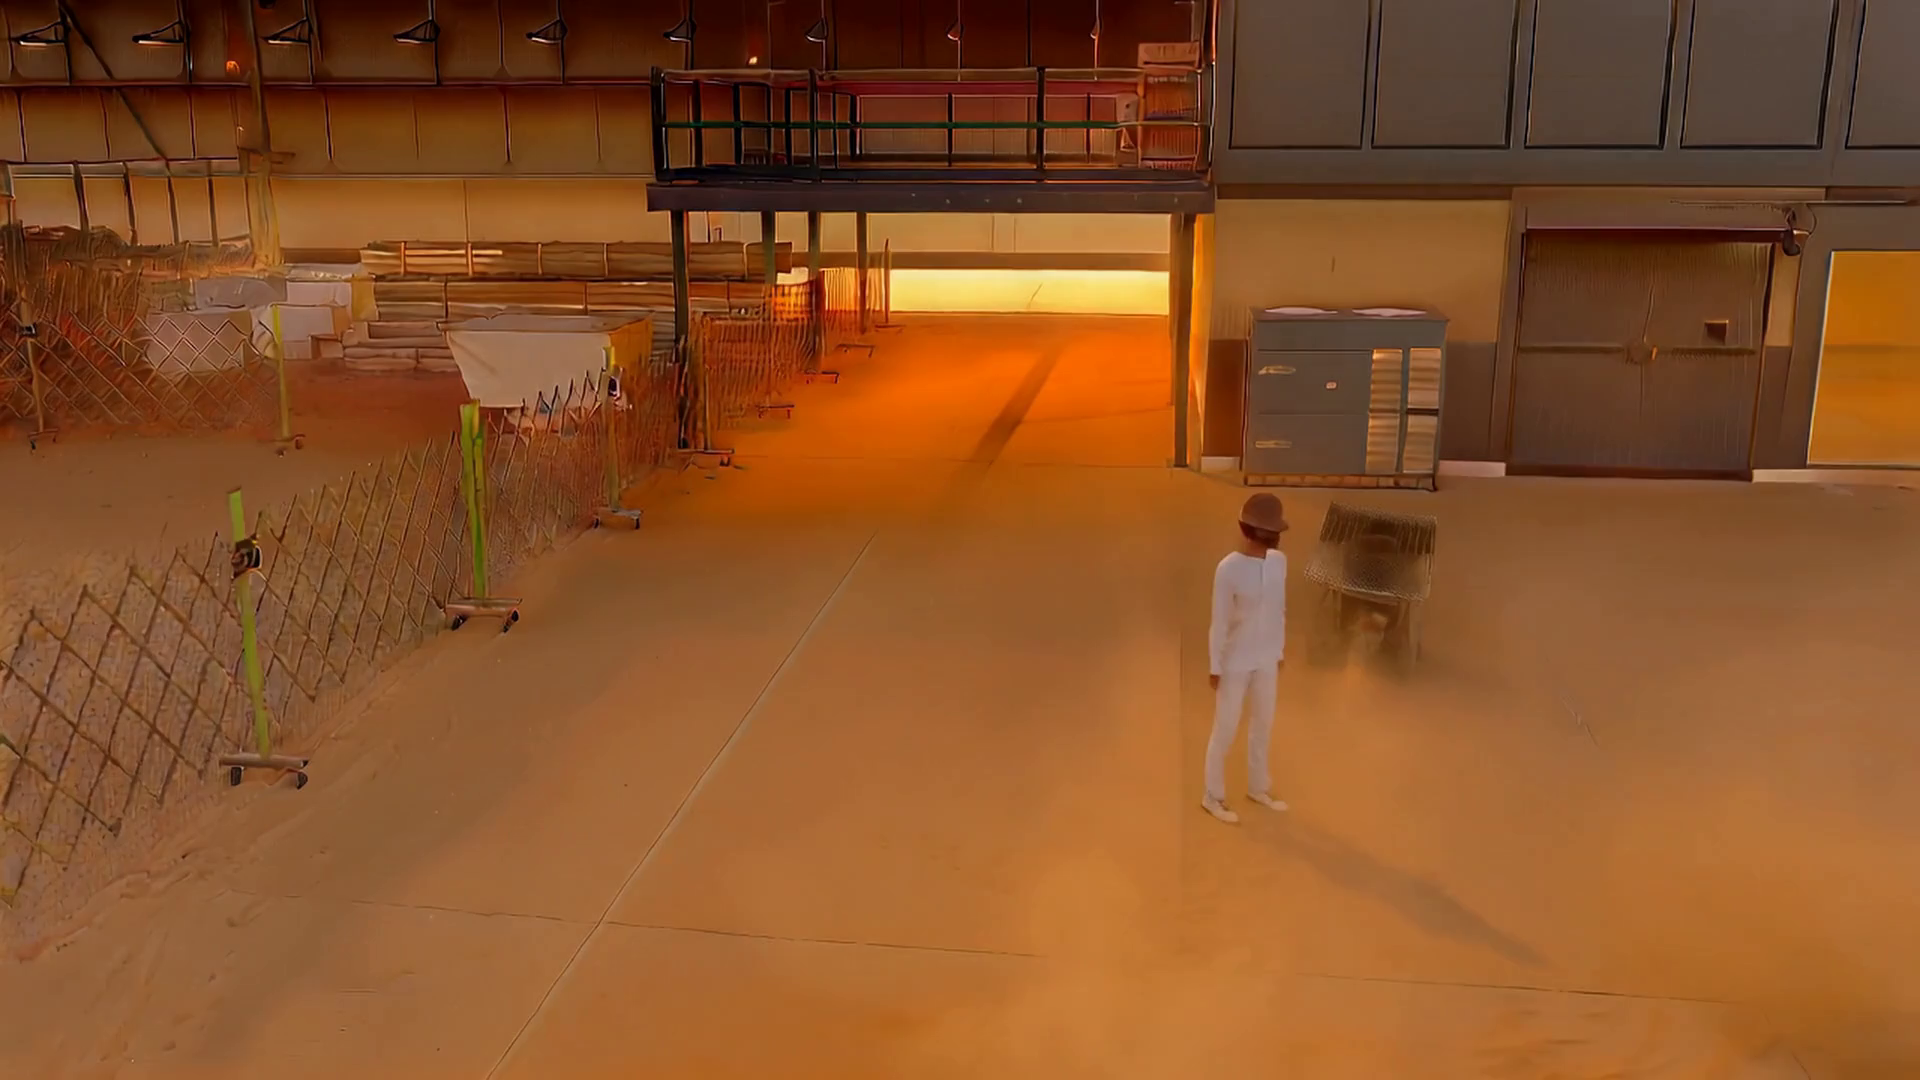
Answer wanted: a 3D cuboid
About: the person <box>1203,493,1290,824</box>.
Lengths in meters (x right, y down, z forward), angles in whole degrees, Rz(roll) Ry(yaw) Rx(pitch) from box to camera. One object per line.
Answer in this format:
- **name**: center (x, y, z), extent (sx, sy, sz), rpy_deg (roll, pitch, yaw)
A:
- **person**: center (1.512, 0.612, 8.636), extent (0.535, 1.758, 0.350), rpy_deg (-10, 17, -34)
